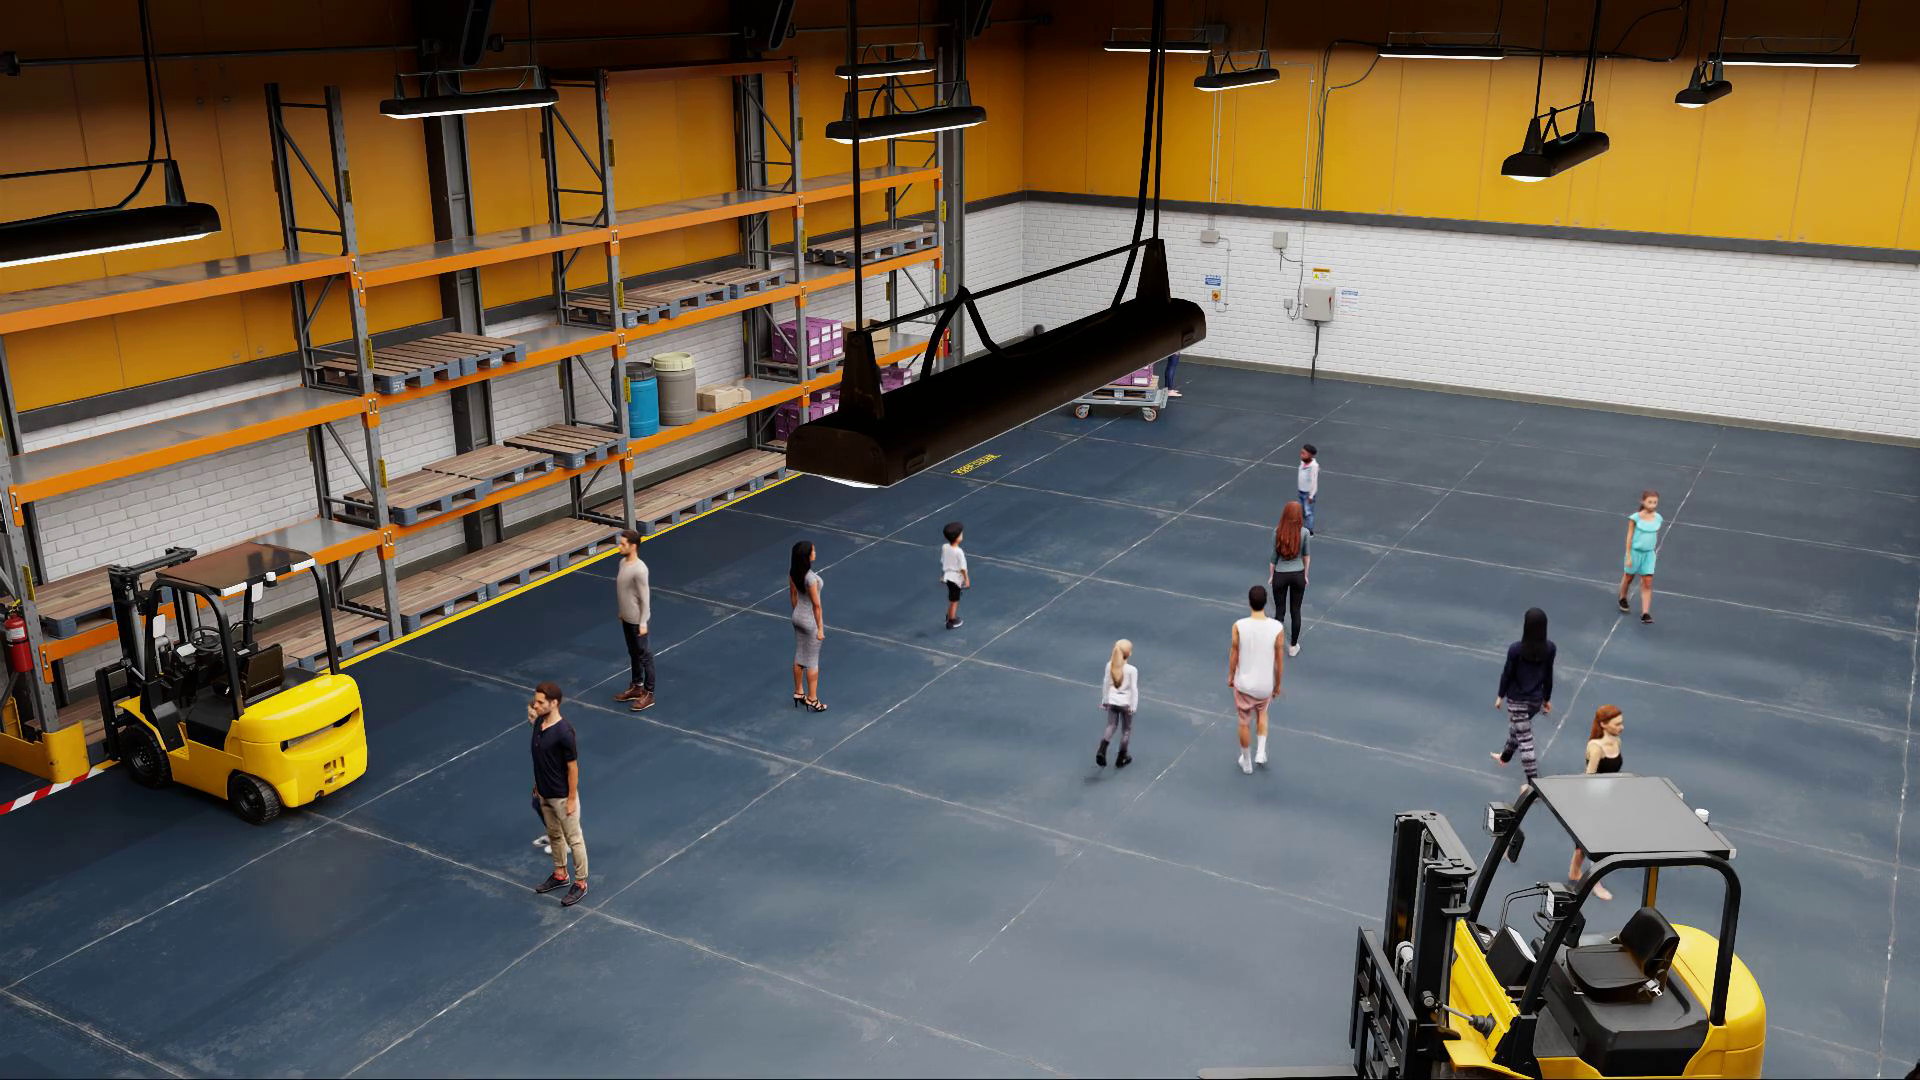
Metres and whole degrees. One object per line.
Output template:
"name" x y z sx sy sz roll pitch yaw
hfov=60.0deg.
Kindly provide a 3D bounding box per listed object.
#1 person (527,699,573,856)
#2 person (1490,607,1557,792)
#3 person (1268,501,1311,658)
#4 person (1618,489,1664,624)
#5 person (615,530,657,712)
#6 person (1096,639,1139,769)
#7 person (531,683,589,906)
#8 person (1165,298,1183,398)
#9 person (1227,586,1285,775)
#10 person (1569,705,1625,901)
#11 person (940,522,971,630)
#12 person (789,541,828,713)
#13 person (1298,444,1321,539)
"person" -3.338 1.965 13.829 0.760 1.465 0.682 -2 19 -5
"person" 5.112 1.470 14.949 1.055 1.687 1.143 -4 19 -10
"person" 3.555 0.418 17.986 0.668 1.743 0.675 1 19 3
"person" 7.779 0.158 19.111 0.853 1.518 1.126 1 19 4
"person" -3.259 0.781 16.714 0.701 1.868 0.729 -14 23 -36
"person" 1.451 1.543 15.394 0.527 1.265 0.715 13 23 34
"person" -3.180 1.981 13.166 0.674 1.858 0.598 16 24 38
"person" 3.770 -3.422 29.399 0.717 1.737 0.624 -1 19 -3
"person" 2.704 1.322 15.254 0.760 1.774 0.798 0 19 0
"person" 5.033 2.052 13.343 0.678 1.611 0.740 -16 25 -40
"person" -0.114 0.417 18.763 0.575 1.250 0.554 -15 24 -37
"person" -1.533 0.855 16.630 0.632 1.781 0.656 -15 24 -38
"person" 4.592 -0.661 21.947 0.624 1.260 0.567 -6 19 -16
